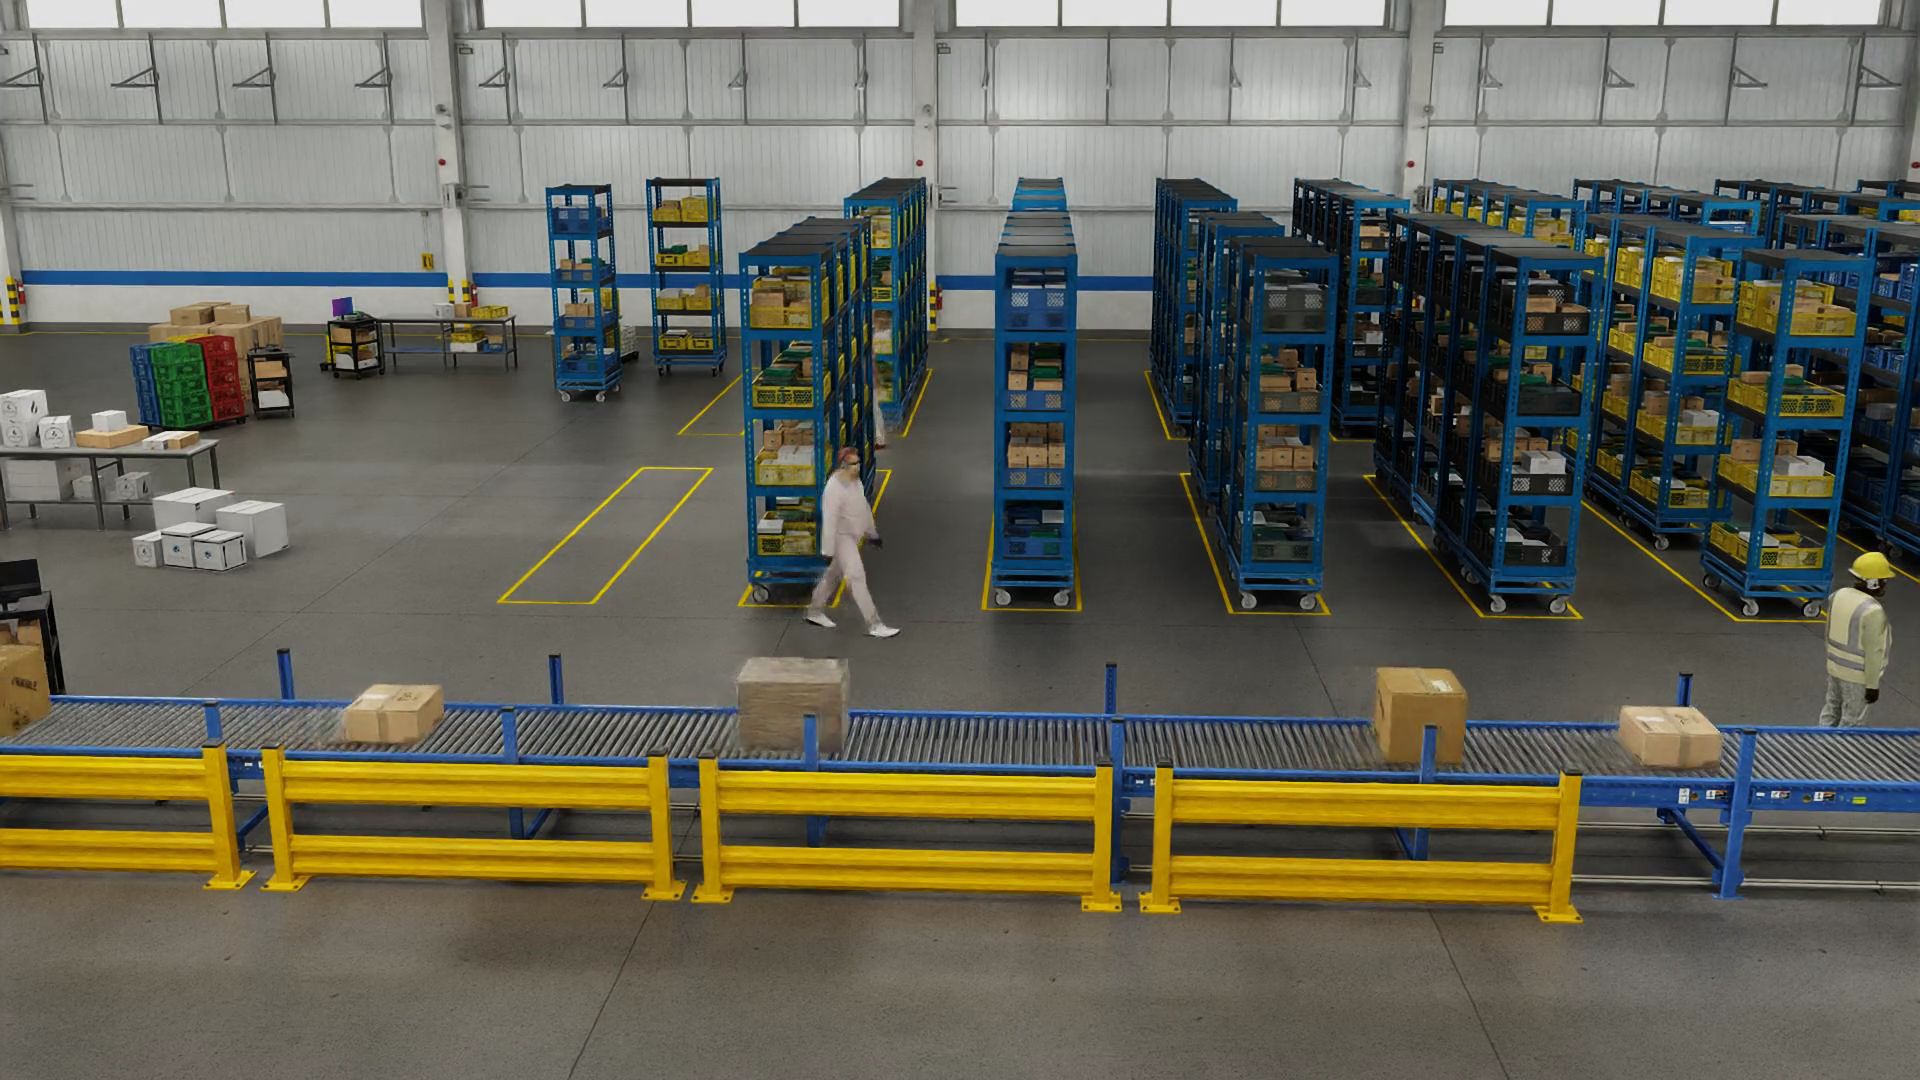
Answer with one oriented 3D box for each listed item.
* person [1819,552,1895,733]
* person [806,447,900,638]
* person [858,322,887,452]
[{"bbox_3d":[6.700,0.978,12.434,0.403,1.835,0.586,-1,15,-3],"label":"person"},{"bbox_3d":[-1.078,0.003,16.031,1.020,1.852,0.652,4,16,15],"label":"person"},{"bbox_3d":[-1.490,-2.211,24.049,0.970,1.937,0.604,-6,16,-22],"label":"person"}]
